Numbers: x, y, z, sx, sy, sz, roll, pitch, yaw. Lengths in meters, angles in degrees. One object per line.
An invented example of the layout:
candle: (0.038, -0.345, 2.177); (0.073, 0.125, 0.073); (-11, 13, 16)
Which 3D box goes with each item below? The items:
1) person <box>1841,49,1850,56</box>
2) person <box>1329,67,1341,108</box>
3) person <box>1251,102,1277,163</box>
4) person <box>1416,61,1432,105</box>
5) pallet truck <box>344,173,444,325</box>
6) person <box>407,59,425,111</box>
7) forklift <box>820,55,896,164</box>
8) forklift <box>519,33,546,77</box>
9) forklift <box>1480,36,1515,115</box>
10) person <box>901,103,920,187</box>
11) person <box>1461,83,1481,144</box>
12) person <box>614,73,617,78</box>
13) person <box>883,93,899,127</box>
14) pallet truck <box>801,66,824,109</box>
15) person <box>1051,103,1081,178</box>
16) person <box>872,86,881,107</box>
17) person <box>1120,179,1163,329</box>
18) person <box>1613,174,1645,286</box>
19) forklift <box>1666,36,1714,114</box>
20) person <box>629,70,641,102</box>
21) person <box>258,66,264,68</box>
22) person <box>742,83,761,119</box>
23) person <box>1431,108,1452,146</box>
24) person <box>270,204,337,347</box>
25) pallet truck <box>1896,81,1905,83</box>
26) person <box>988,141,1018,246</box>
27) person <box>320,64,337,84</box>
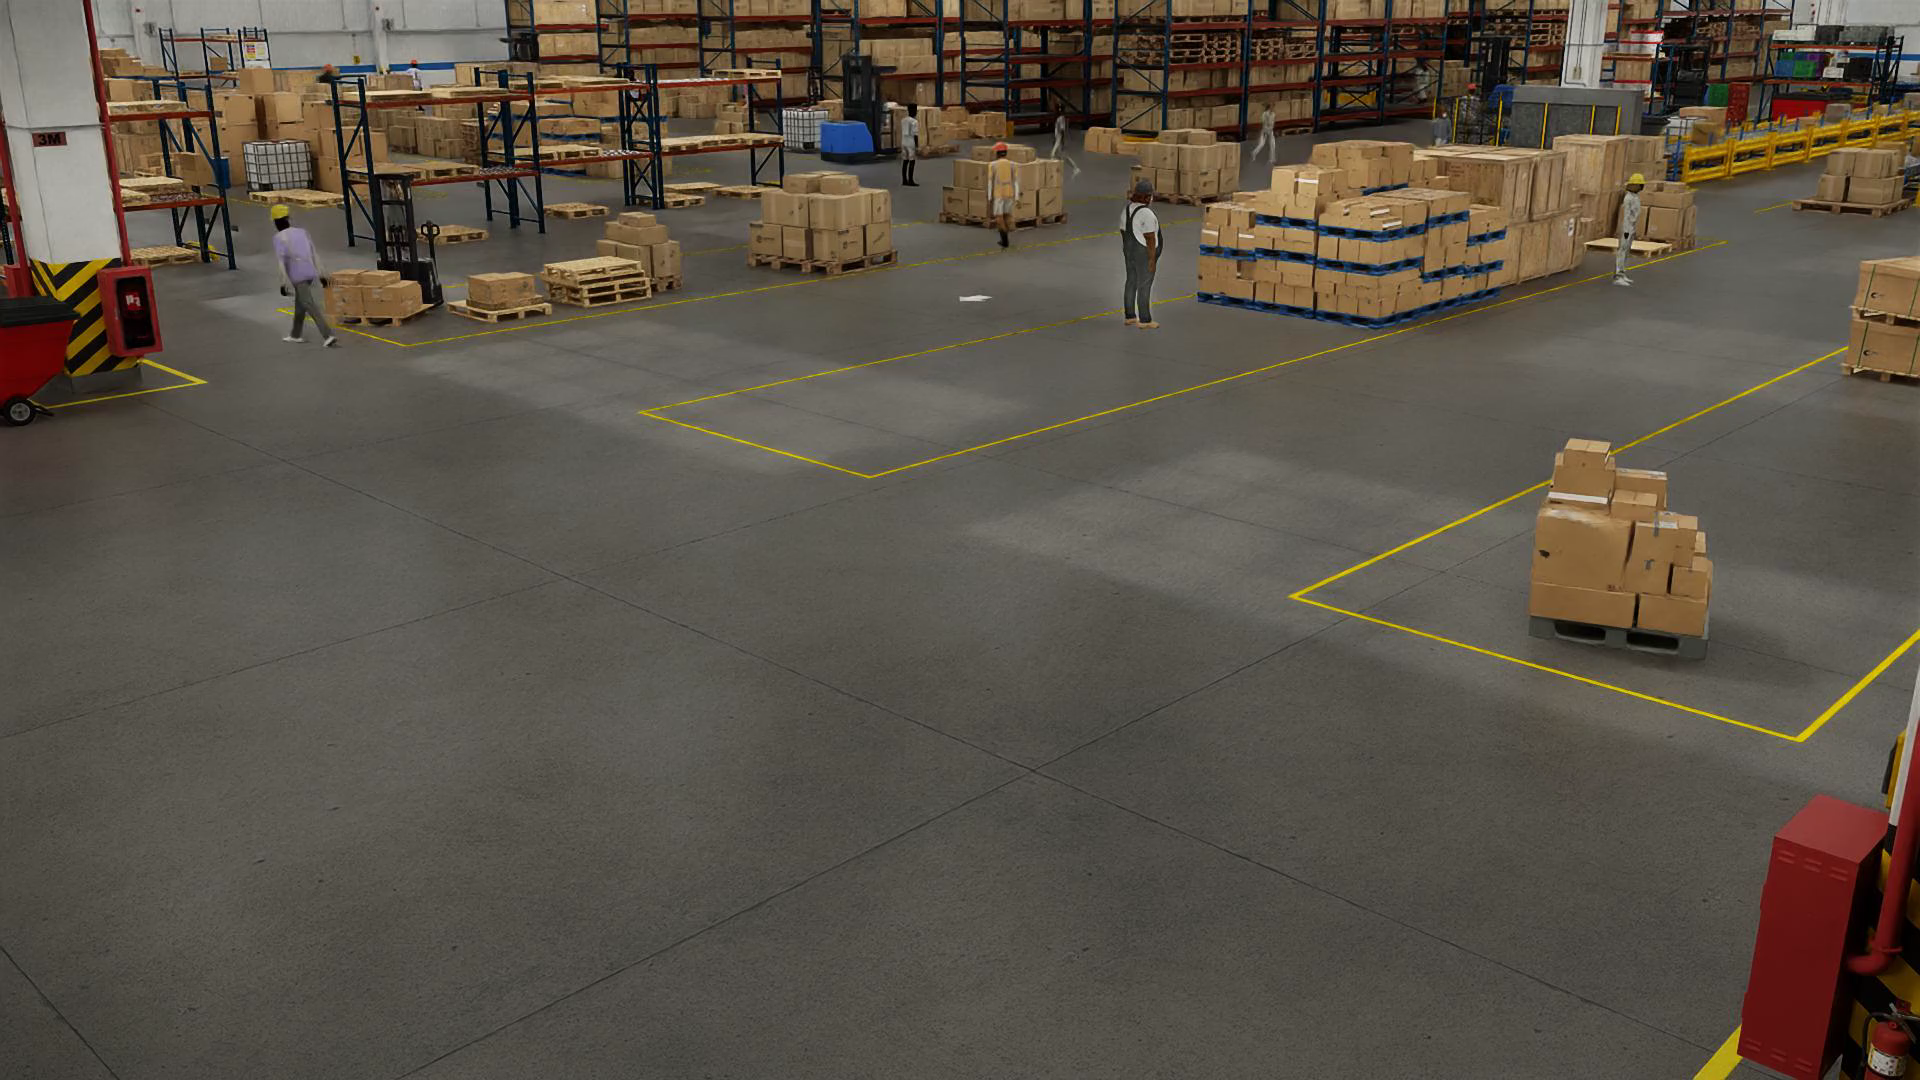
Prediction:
person: (44.227, -23.781, 83.229); (0.569, 1.731, 0.709); (-7, 20, -19)
person: (14.163, -17.007, 62.800); (0.366, 1.744, 0.568); (-12, 22, -32)
person: (8.274, -11.029, 44.990); (0.521, 1.612, 0.699); (-14, 23, -37)
person: (16.962, -16.397, 60.531); (0.894, 2.008, 0.633); (16, 24, 39)
pallet truck: (-8.209, -4.181, 23.757); (0.823, 1.965, 1.885); (3, 19, 9)
person: (-20.908, -17.465, 63.882); (0.548, 1.932, 0.377); (6, 19, 17)
forklift: (-2.790, -11.631, 44.823); (1.129, 2.768, 1.873); (17, 25, 41)
forklift: (-17.261, -19.003, 67.036); (1.129, 2.768, 1.873); (17, 25, 41)
forklift: (19.973, -17.201, 61.605); (1.873, 2.768, 1.129); (16, 24, 40)
person: (-1.166, -9.360, 39.436); (0.394, 1.958, 0.599); (-14, 23, -35)
person: (14.848, -12.345, 48.500); (0.555, 1.912, 0.823); (14, 23, 36)
person: (-11.019, -14.062, 53.623); (0.635, 1.936, 0.351); (3, 19, 8)
person: (-1.988, -12.260, 48.715); (0.527, 1.605, 0.810); (-7, 20, -20)
pallet truck: (-4.812, -15.182, 56.903); (0.823, 1.965, 1.885); (-9, 21, -26)
person: (2.533, -9.897, 41.251); (0.929, 1.838, 0.521); (3, 19, 8)
person: (-2.678, -12.932, 50.601); (0.550, 1.683, 0.366); (-6, 19, -17)
person: (2.541, -3.960, 23.025); (0.536, 2.000, 0.677); (-10, 21, -28)
person: (10.651, -4.937, 26.433); (0.296, 1.744, 0.484); (12, 22, 32)
forklift: (27.341, -17.291, 61.877); (1.129, 2.768, 1.873); (17, 25, 41)
person: (-11.040, -14.875, 56.105); (0.596, 1.915, 0.374); (-10, 21, -27)
person: (-24.771, -15.817, 58.935); (0.711, 1.923, 0.642); (-10, 21, -27)
person: (-7.432, -15.954, 59.535); (0.914, 1.803, 0.632); (-13, 22, -34)
person: (12.453, -10.371, 43.044); (0.512, 1.590, 0.846); (-4, 19, -12)
person: (-8.606, -3.464, 21.832); (0.987, 1.862, 0.623); (7, 19, 19)
pallet truck: (34.802, -16.331, 61.455); (0.653, 1.274, 1.630); (17, 25, 41)
person: (0.793, -6.239, 30.104); (0.576, 1.907, 0.708); (-5, 19, -15)
person: (-22.138, -15.754, 58.673); (0.855, 1.958, 0.659); (9, 20, 25)
